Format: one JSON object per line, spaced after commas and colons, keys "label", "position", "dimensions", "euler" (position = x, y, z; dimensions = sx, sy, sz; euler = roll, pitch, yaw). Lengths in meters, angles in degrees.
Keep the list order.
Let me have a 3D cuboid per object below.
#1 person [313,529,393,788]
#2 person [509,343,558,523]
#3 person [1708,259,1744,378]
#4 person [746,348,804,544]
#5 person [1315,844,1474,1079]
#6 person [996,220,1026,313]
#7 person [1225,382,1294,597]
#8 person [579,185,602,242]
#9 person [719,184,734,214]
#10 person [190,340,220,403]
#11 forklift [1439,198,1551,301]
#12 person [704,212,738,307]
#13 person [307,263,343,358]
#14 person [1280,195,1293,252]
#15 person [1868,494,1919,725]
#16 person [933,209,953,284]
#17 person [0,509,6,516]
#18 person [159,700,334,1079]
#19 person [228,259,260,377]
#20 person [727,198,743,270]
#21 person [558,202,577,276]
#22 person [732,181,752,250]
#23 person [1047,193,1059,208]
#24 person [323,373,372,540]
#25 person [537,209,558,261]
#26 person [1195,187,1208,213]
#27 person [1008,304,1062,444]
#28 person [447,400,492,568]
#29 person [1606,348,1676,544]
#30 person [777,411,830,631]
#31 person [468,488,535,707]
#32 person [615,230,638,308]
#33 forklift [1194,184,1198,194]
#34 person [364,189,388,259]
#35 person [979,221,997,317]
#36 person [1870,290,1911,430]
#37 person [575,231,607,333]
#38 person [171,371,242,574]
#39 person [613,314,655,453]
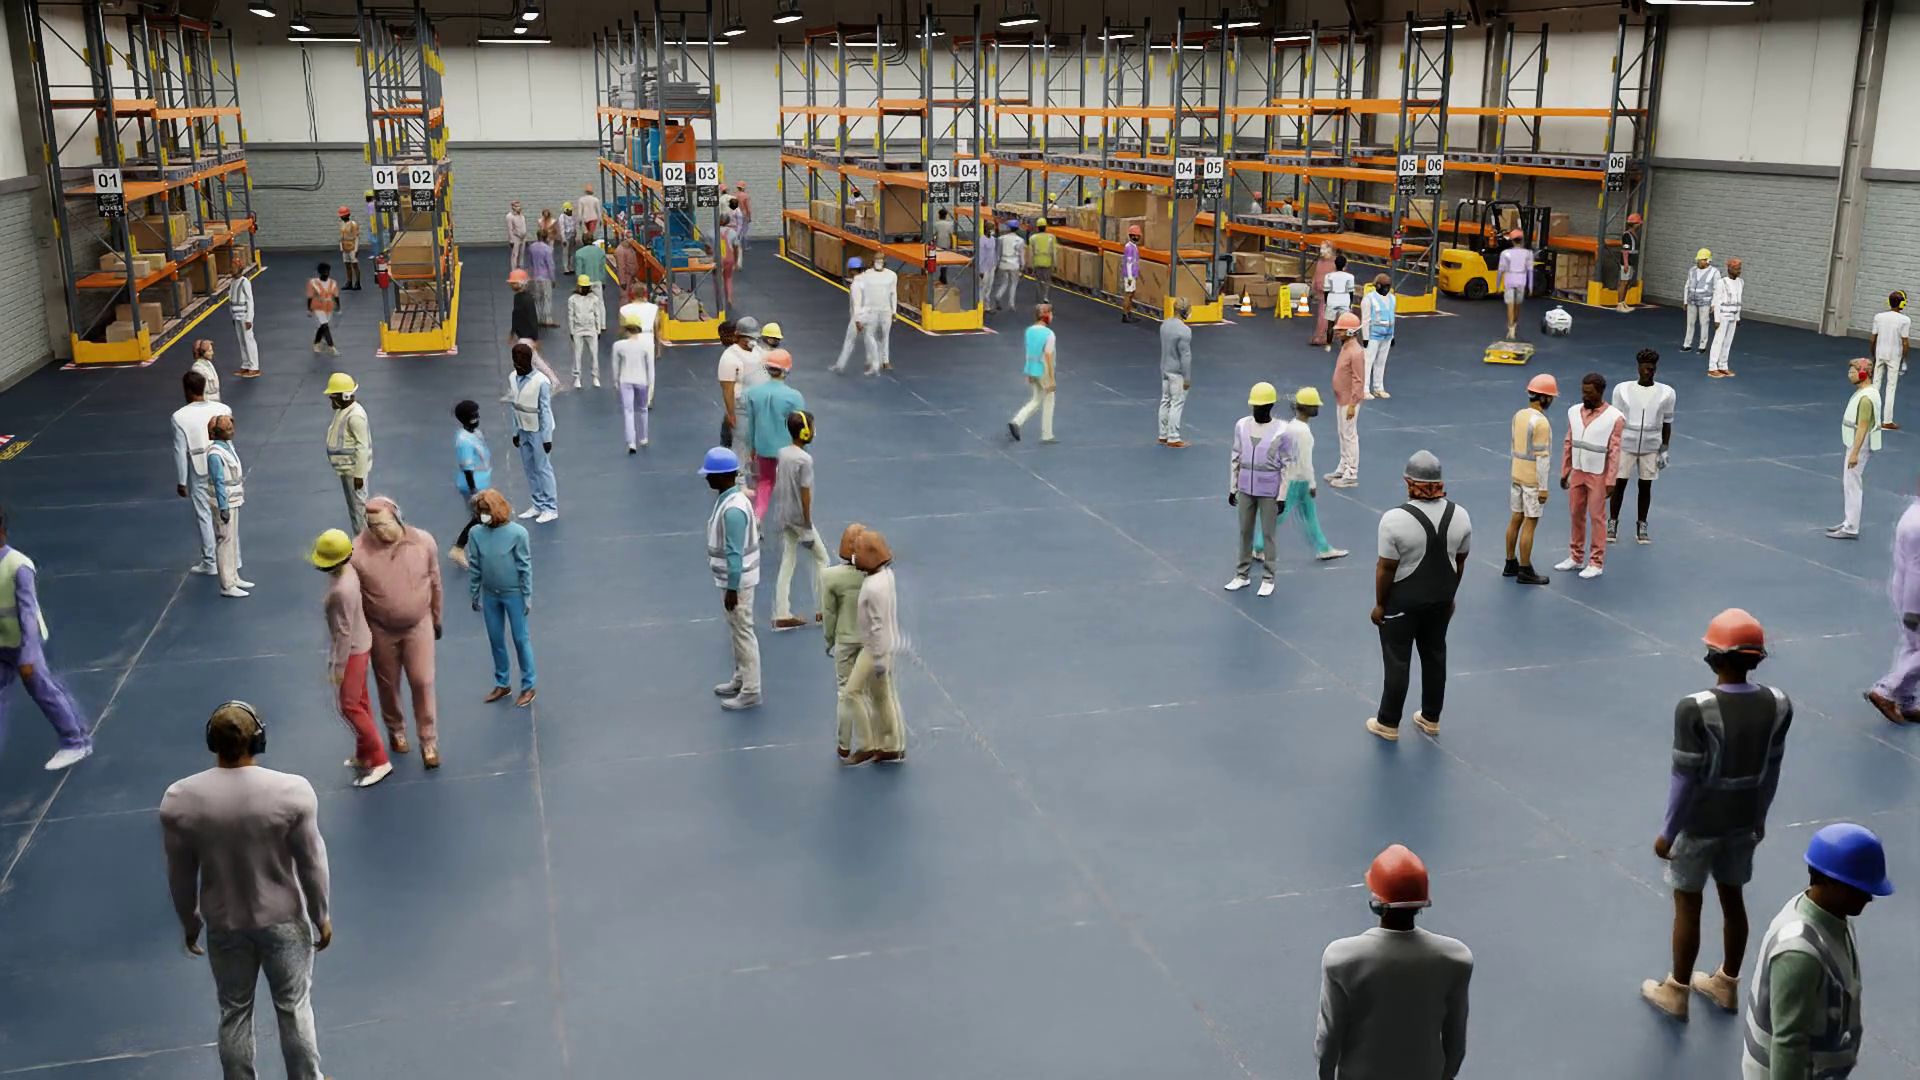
{"label": "person", "position": [-3.941, 0.738, 10.800], "dimensions": [0.351, 1.724, 0.622], "euler": [-4, 16, -16]}
{"label": "person", "position": [-4.473, -1.129, 17.463], "dimensions": [0.586, 1.903, 0.406], "euler": [12, 19, 39]}
{"label": "person", "position": [12.250, -3.536, 26.543], "dimensions": [0.586, 1.882, 0.340], "euler": [-8, 17, -28]}
{"label": "person", "position": [-1.831, -0.896, 16.428], "dimensions": [0.642, 1.976, 0.563], "euler": [5, 16, 17]}
{"label": "person", "position": [1.579, 1.948, 6.149], "dimensions": [0.563, 1.755, 0.321], "euler": [-1, 15, -3]}
{"label": "person", "position": [1.065, -5.680, 34.560], "dimensions": [0.639, 1.910, 0.550], "euler": [9, 17, 29]}
{"label": "person", "position": [2.675, -0.461, 14.887], "dimensions": [0.587, 1.929, 0.361], "euler": [11, 18, 36]}
{"label": "person", "position": [-10.647, -9.246, 47.923], "dimensions": [0.629, 1.948, 1.045], "euler": [3, 15, 10]}
{"label": "person", "position": [-6.714, -9.299, 48.075], "dimensions": [0.640, 1.969, 0.631], "euler": [-9, 17, -30]}
{"label": "person", "position": [-8.824, -1.533, 19.494], "dimensions": [0.314, 1.631, 0.519], "euler": [-2, 15, -8]}
{"label": "forklift", "position": [11.913, -6.508, 37.130], "dimensions": [2.313, 2.155, 1.214], "euler": [-4, 15, -15]}
{"label": "person", "position": [-5.111, -5.992, 35.485], "dimensions": [0.707, 2.000, 0.685], "euler": [-5, 16, -18]}
{"label": "person", "position": [-11.034, -3.993, 28.760], "dimensions": [0.934, 1.628, 0.536], "euler": [11, 19, 36]}
{"label": "person", "position": [9.480, -9.153, 48.161], "dimensions": [0.284, 1.633, 0.499], "euler": [-5, 16, -17]}
{"label": "person", "position": [6.773, 0.406, 11.688], "dimensions": [0.436, 1.888, 0.676], "euler": [10, 18, 32]}
{"label": "person", "position": [-0.439, -6.909, 39.365], "dimensions": [0.535, 1.824, 0.970], "euler": [-5, 16, -17]}
{"label": "person", "position": [-10.400, -1.146, 17.453], "dimensions": [0.372, 1.935, 0.627], "euler": [0, 15, 1]}
{"label": "person", "position": [-2.996, 1.610, 7.076], "dimensions": [0.635, 1.937, 0.352], "euler": [-2, 15, -7]}
{"label": "person", "position": [-11.486, -3.553, 26.605], "dimensions": [0.584, 1.884, 0.347], "euler": [14, 20, 42]}
{"label": "person", "position": [-5.855, -7.955, 43.253], "dimensions": [0.429, 1.844, 0.622], "euler": [-7, 17, -25]}
{"label": "person", "position": [-9.842, -7.576, 41.840], "dimensions": [0.404, 1.835, 0.587], "euler": [4, 15, 14]}
{"label": "person", "position": [-6.418, -9.545, 48.944], "dimensions": [0.622, 1.992, 0.396], "euler": [6, 16, 21]}
{"label": "person", "position": [2.517, -8.627, 45.798], "dimensions": [0.404, 1.833, 0.592], "euler": [-14, 20, -41]}
{"label": "person", "position": [-5.849, -0.697, 15.964], "dimensions": [0.404, 1.827, 0.602], "euler": [-9, 17, -31]}
{"label": "person", "position": [-10.586, -7.716, 42.795], "dimensions": [0.518, 1.620, 0.627], "euler": [3, 15, 10]}
{"label": "person", "position": [7.120, -9.687, 49.608], "dimensions": [0.558, 1.925, 0.629], "euler": [-4, 15, -15]}
{"label": "person", "position": [0.997, -2.110, 21.287], "dimensions": [0.646, 1.828, 0.567], "euler": [-8, 17, -28]}
{"label": "person", "position": [-4.563, -0.500, 15.554], "dimensions": [0.565, 1.661, 0.589], "euler": [-3, 15, -11]}
{"label": "person", "position": [6.771, -0.936, 16.603], "dimensions": [0.602, 1.966, 0.368], "euler": [4, 15, 16]}
{"label": "person", "position": [-1.247, -0.171, 13.953], "dimensions": [0.797, 1.841, 0.564], "euler": [-11, 18, -36]}
{"label": "person", "position": [-3.358, 0.413, 12.185], "dimensions": [0.511, 1.622, 0.290], "euler": [4, 15, 15]}
{"label": "person", "position": [-6.405, -5.032, 32.144], "dimensions": [0.399, 1.902, 0.644], "euler": [2, 15, 7]}
{"label": "forklift", "position": [7.392, -11.333, 53.972], "dimensions": [1.873, 2.768, 1.129], "euler": [-4, 15, -15]}
{"label": "person", "position": [-16.229, -8.748, 46.105], "dimensions": [0.555, 1.910, 0.598], "euler": [1, 15, 3]}
{"label": "person", "position": [0.541, -5.534, 33.990], "dimensions": [0.387, 1.930, 0.633], "euler": [7, 17, 26]}
{"label": "person", "position": [12.501, -2.421, 22.377], "dimensions": [0.321, 1.871, 0.532], "euler": [-10, 18, -32]}
{"label": "person", "position": [-6.959, -4.857, 31.434], "dimensions": [0.628, 1.932, 0.370], "euler": [-13, 20, -40]}
{"label": "person", "position": [-7.034, -0.626, 15.553], "dimensions": [0.382, 1.908, 0.595], "euler": [9, 17, 31]}
{"label": "person", "position": [-4.112, -1.977, 20.995], "dimensions": [0.522, 1.723, 0.899], "euler": [-2, 15, -8]}
